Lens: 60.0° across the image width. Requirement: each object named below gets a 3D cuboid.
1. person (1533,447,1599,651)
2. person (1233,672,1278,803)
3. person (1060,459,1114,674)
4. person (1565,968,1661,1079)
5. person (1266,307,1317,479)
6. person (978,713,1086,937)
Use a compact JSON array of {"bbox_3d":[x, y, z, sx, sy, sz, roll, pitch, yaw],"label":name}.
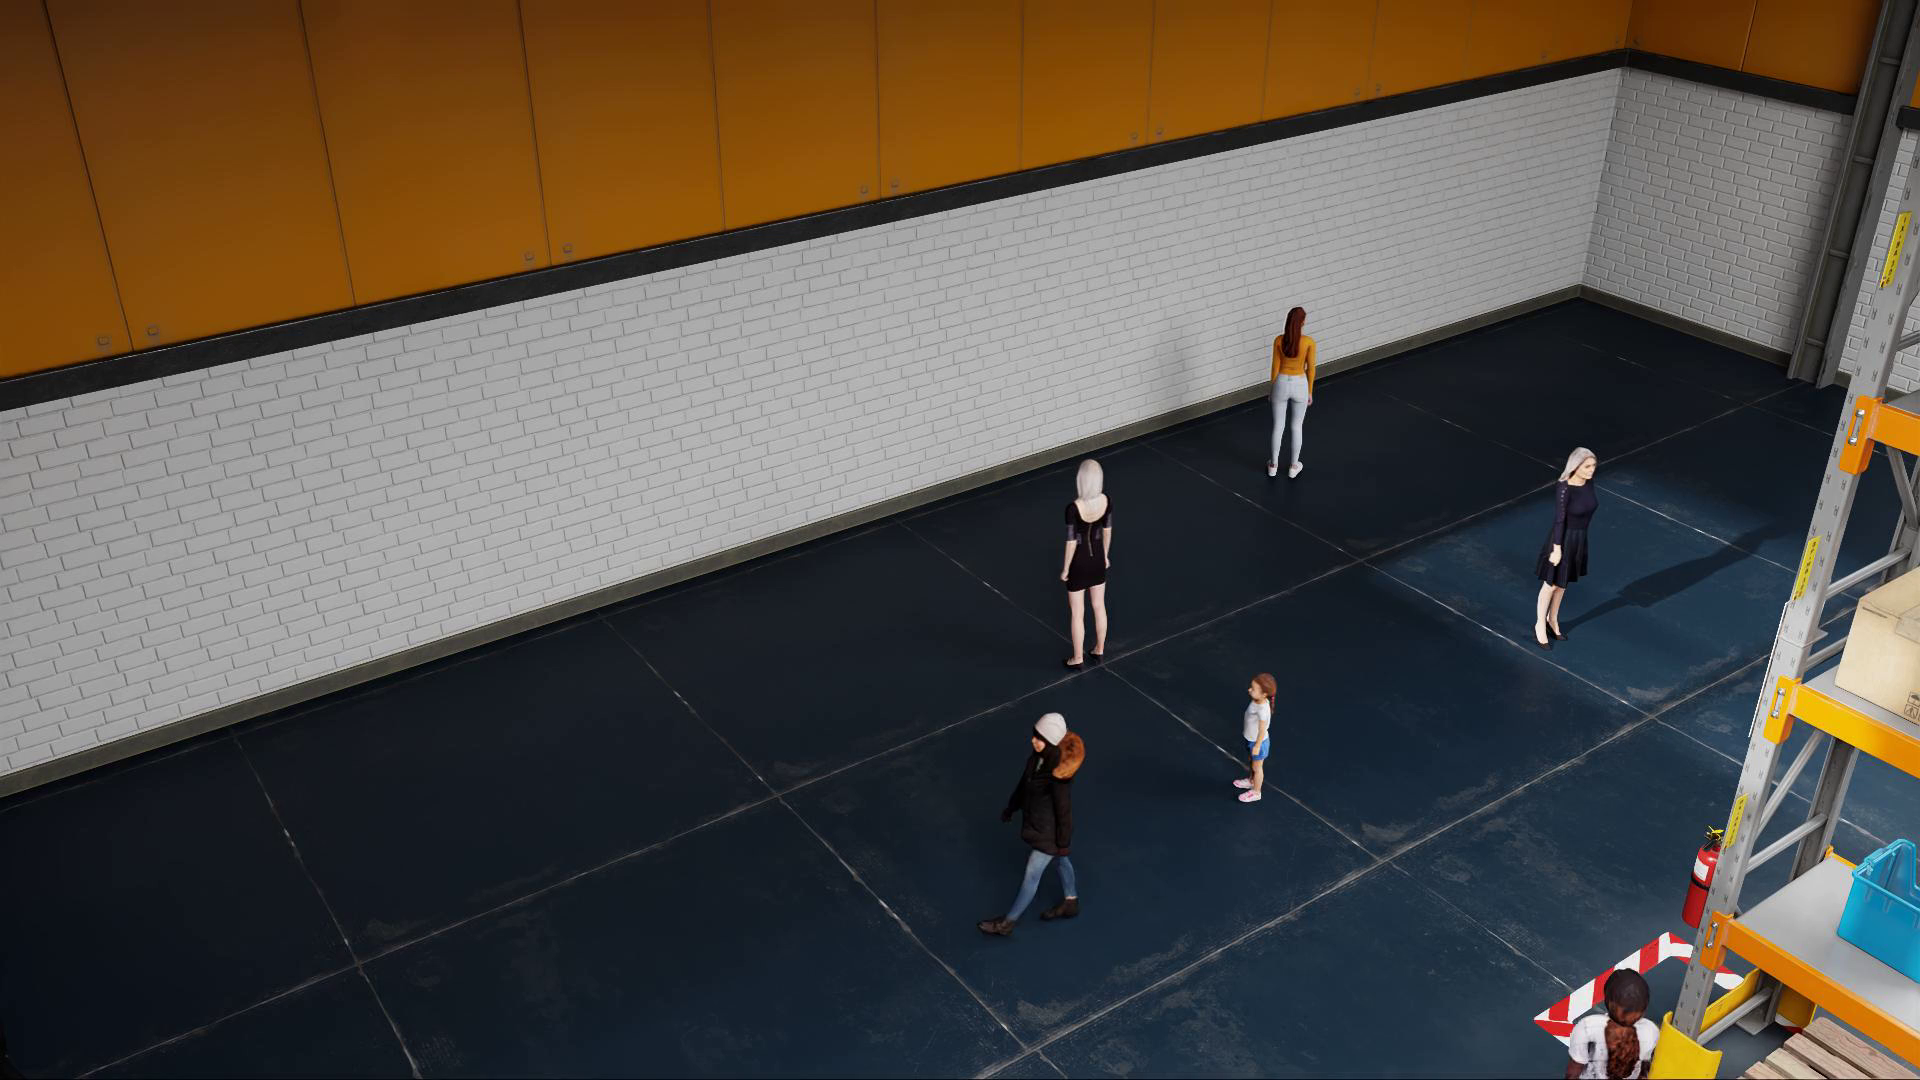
[{"bbox_3d":[4.870,0.054,13.354,0.600,1.747,0.563,-20,35,-32],"label":"person"},{"bbox_3d":[2.091,1.374,11.695,0.546,1.019,0.468,-1,29,-1],"label":"person"},{"bbox_3d":[0.985,0.196,13.007,0.605,1.829,0.530,-15,32,-26],"label":"person"},{"bbox_3d":[3.189,2.896,8.213,1.005,1.680,1.161,0,29,-1],"label":"person"},{"bbox_3d":[3.194,-1.432,16.074,0.674,1.751,0.742,7,29,12],"label":"person"},{"bbox_3d":[0.615,1.753,10.384,0.917,1.609,0.974,-6,29,-11],"label":"person"}]
